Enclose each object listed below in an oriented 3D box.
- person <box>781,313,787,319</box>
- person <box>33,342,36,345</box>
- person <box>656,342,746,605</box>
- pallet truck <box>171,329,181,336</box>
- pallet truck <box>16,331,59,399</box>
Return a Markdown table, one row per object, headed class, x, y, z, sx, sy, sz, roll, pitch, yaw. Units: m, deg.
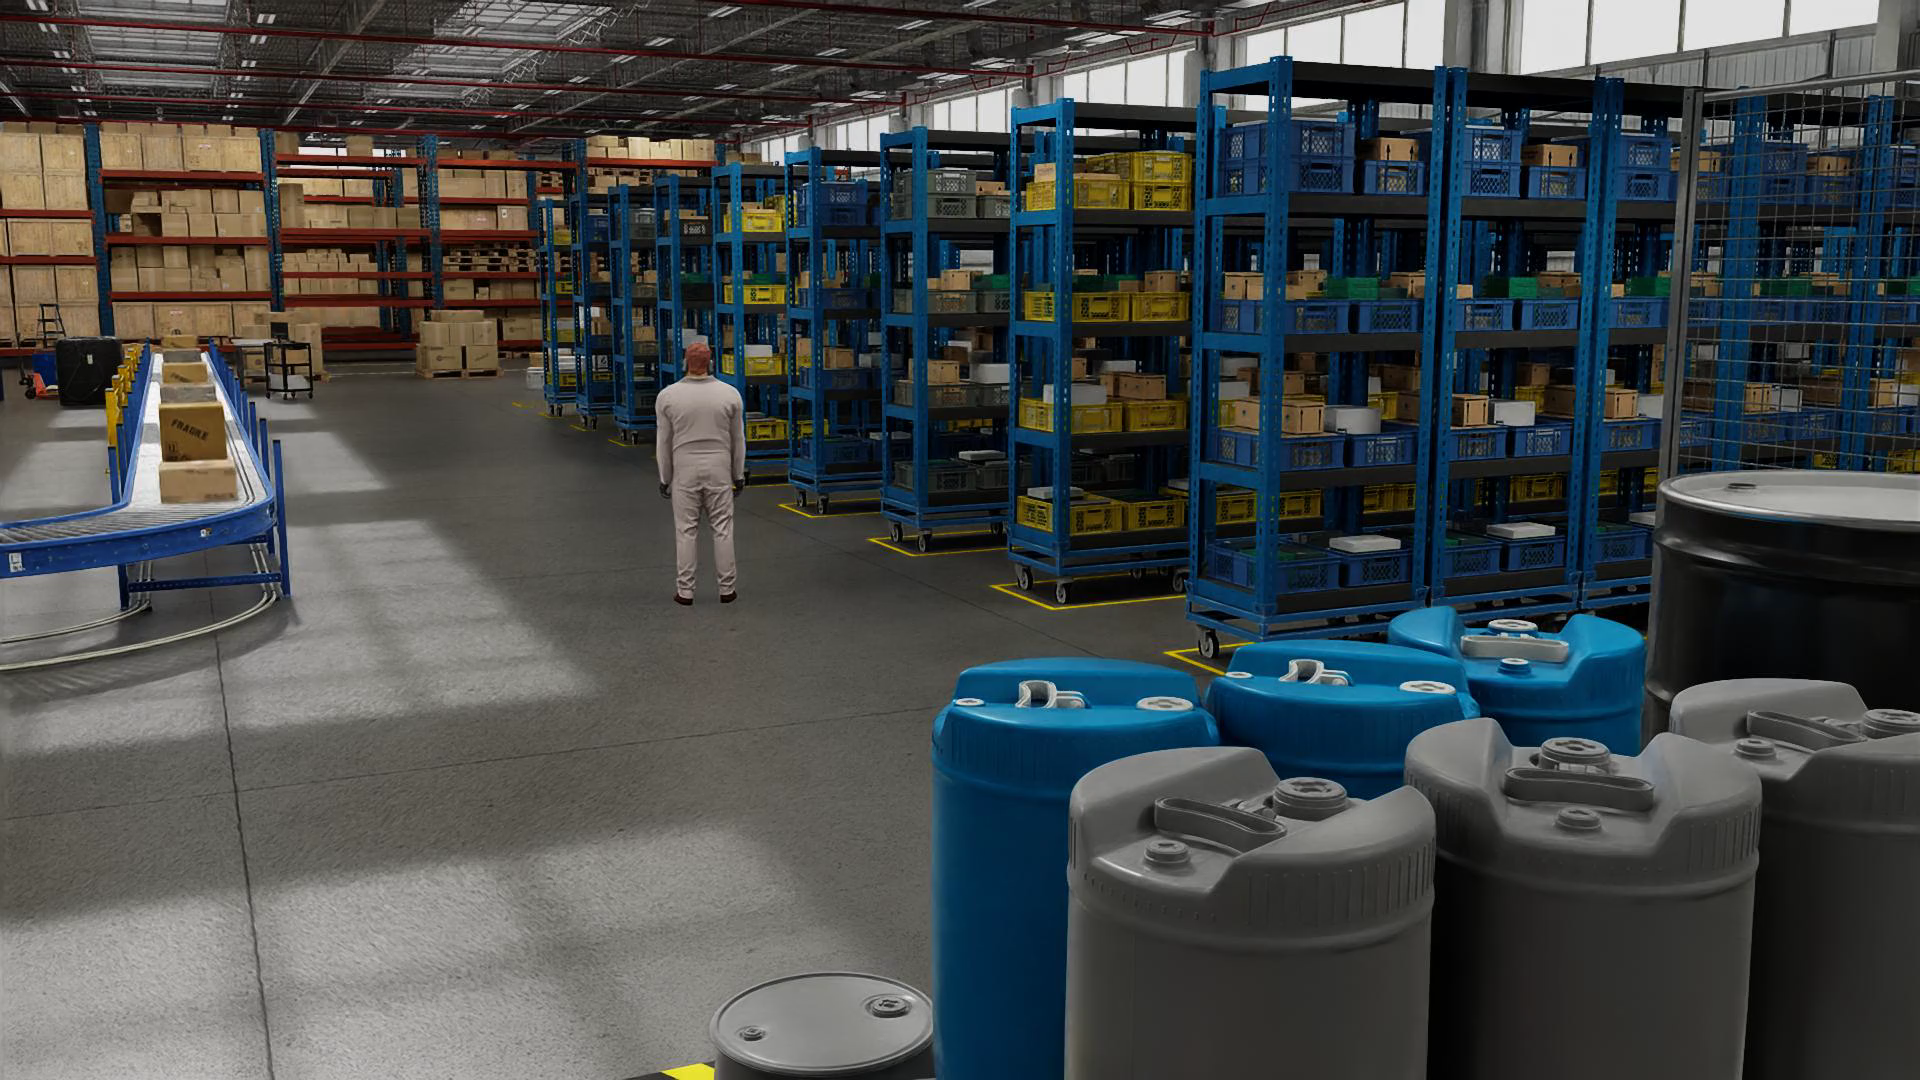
| class | x | y | z | sx | sy | sz | roll | pitch | yaw |
| --- | --- | --- | --- | --- | --- | --- | --- | --- | --- |
| person | -4.663 | -5.976 | 45.953 | 0.611 | 1.985 | 0.415 | -5 | 11 | -31 |
| person | -24.258 | -5.456 | 43.797 | 0.280 | 1.633 | 0.501 | 8 | 12 | 40 |
| person | -1.875 | -0.477 | 12.061 | 0.644 | 1.908 | 0.408 | -2 | 9 | -14 |
| pallet truck | -17.275 | -3.851 | 35.096 | 1.601 | 1.201 | 0.680 | 0 | 9 | 1 |
| pallet truck | -17.082 | -3.353 | 31.781 | 1.630 | 1.274 | 0.653 | -4 | 10 | -25 |
